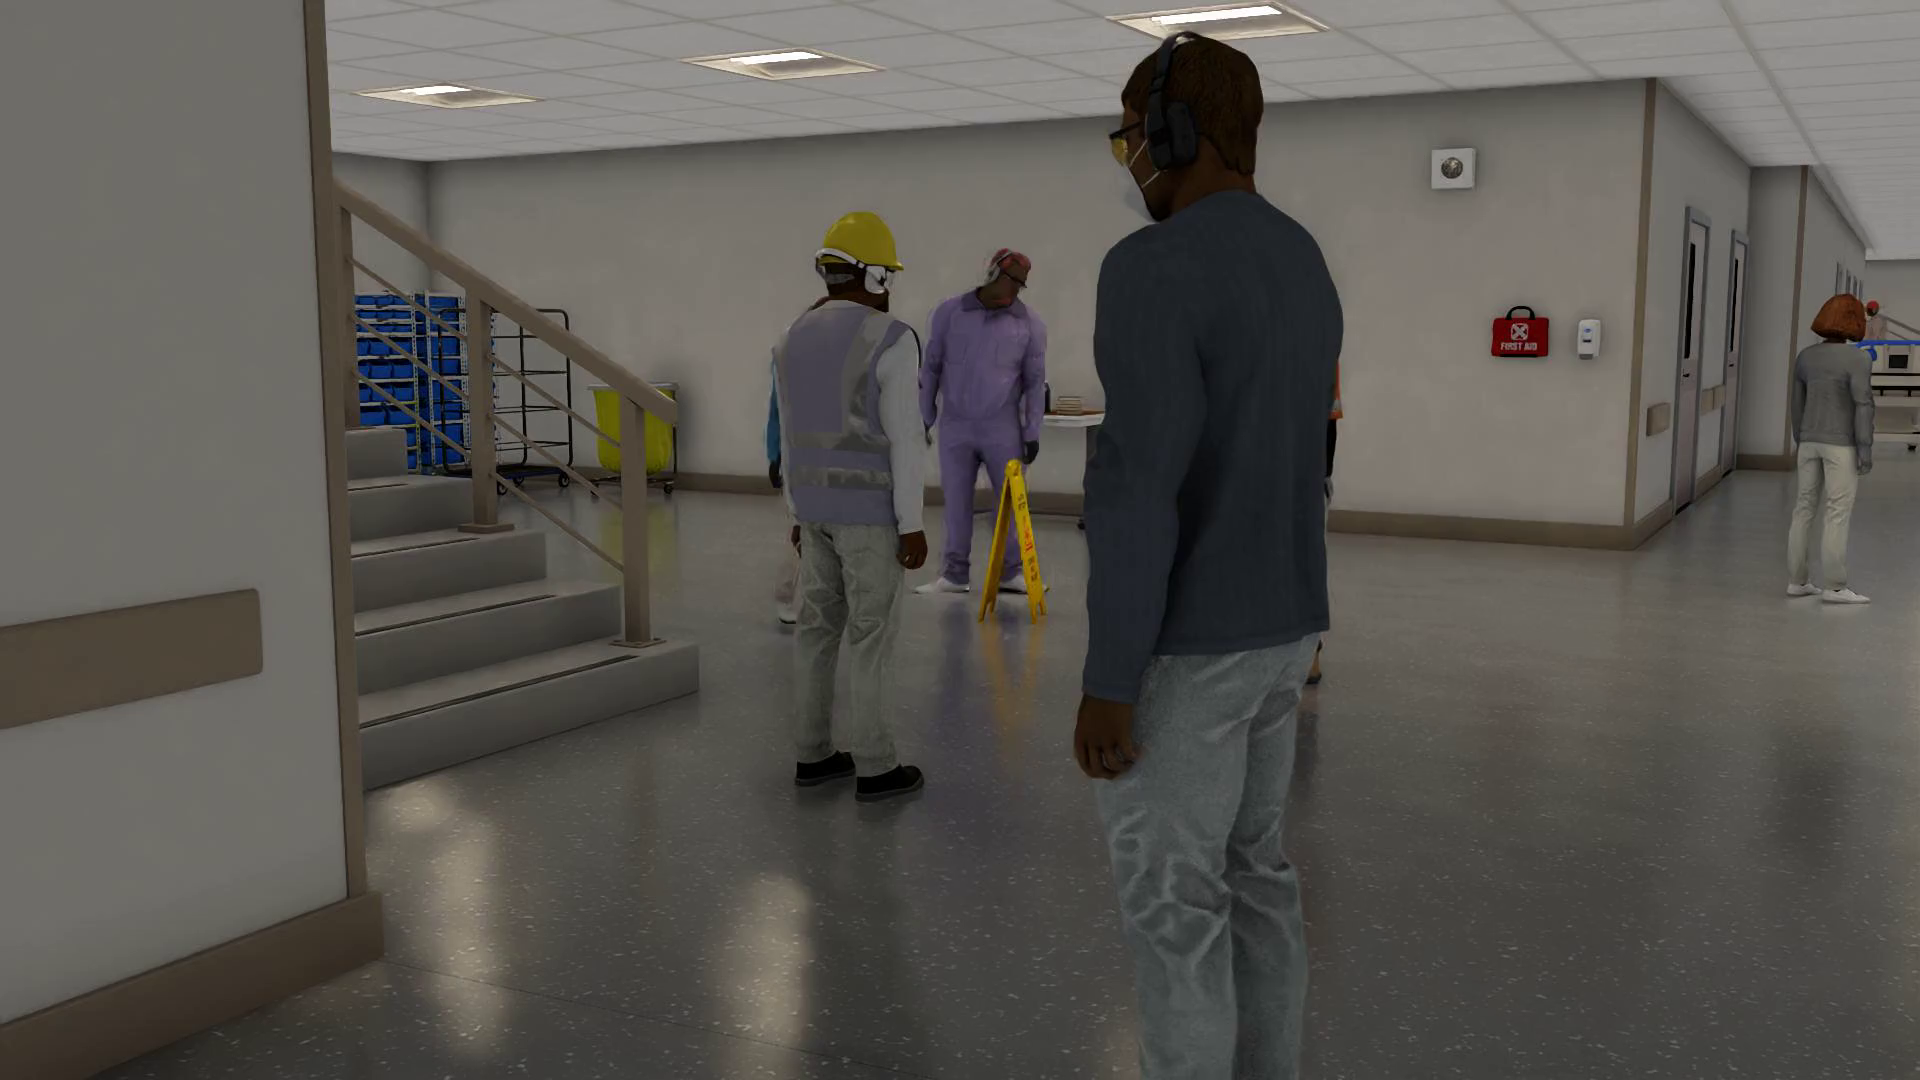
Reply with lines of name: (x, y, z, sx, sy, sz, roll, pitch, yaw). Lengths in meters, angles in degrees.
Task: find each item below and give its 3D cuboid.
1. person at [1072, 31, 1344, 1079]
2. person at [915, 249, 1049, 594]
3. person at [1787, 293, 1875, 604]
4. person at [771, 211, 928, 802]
person: (0.388, 0.176, 2.658, 0.387, 1.927, 0.636, 5, 9, 35)
person: (0.090, -0.612, 8.938, 0.741, 1.874, 0.396, 1, 7, 8)
person: (4.616, -0.480, 8.803, 0.279, 1.633, 0.500, -2, 8, -18)
person: (-0.327, -0.104, 5.205, 0.585, 1.824, 0.405, 7, 10, 44)
